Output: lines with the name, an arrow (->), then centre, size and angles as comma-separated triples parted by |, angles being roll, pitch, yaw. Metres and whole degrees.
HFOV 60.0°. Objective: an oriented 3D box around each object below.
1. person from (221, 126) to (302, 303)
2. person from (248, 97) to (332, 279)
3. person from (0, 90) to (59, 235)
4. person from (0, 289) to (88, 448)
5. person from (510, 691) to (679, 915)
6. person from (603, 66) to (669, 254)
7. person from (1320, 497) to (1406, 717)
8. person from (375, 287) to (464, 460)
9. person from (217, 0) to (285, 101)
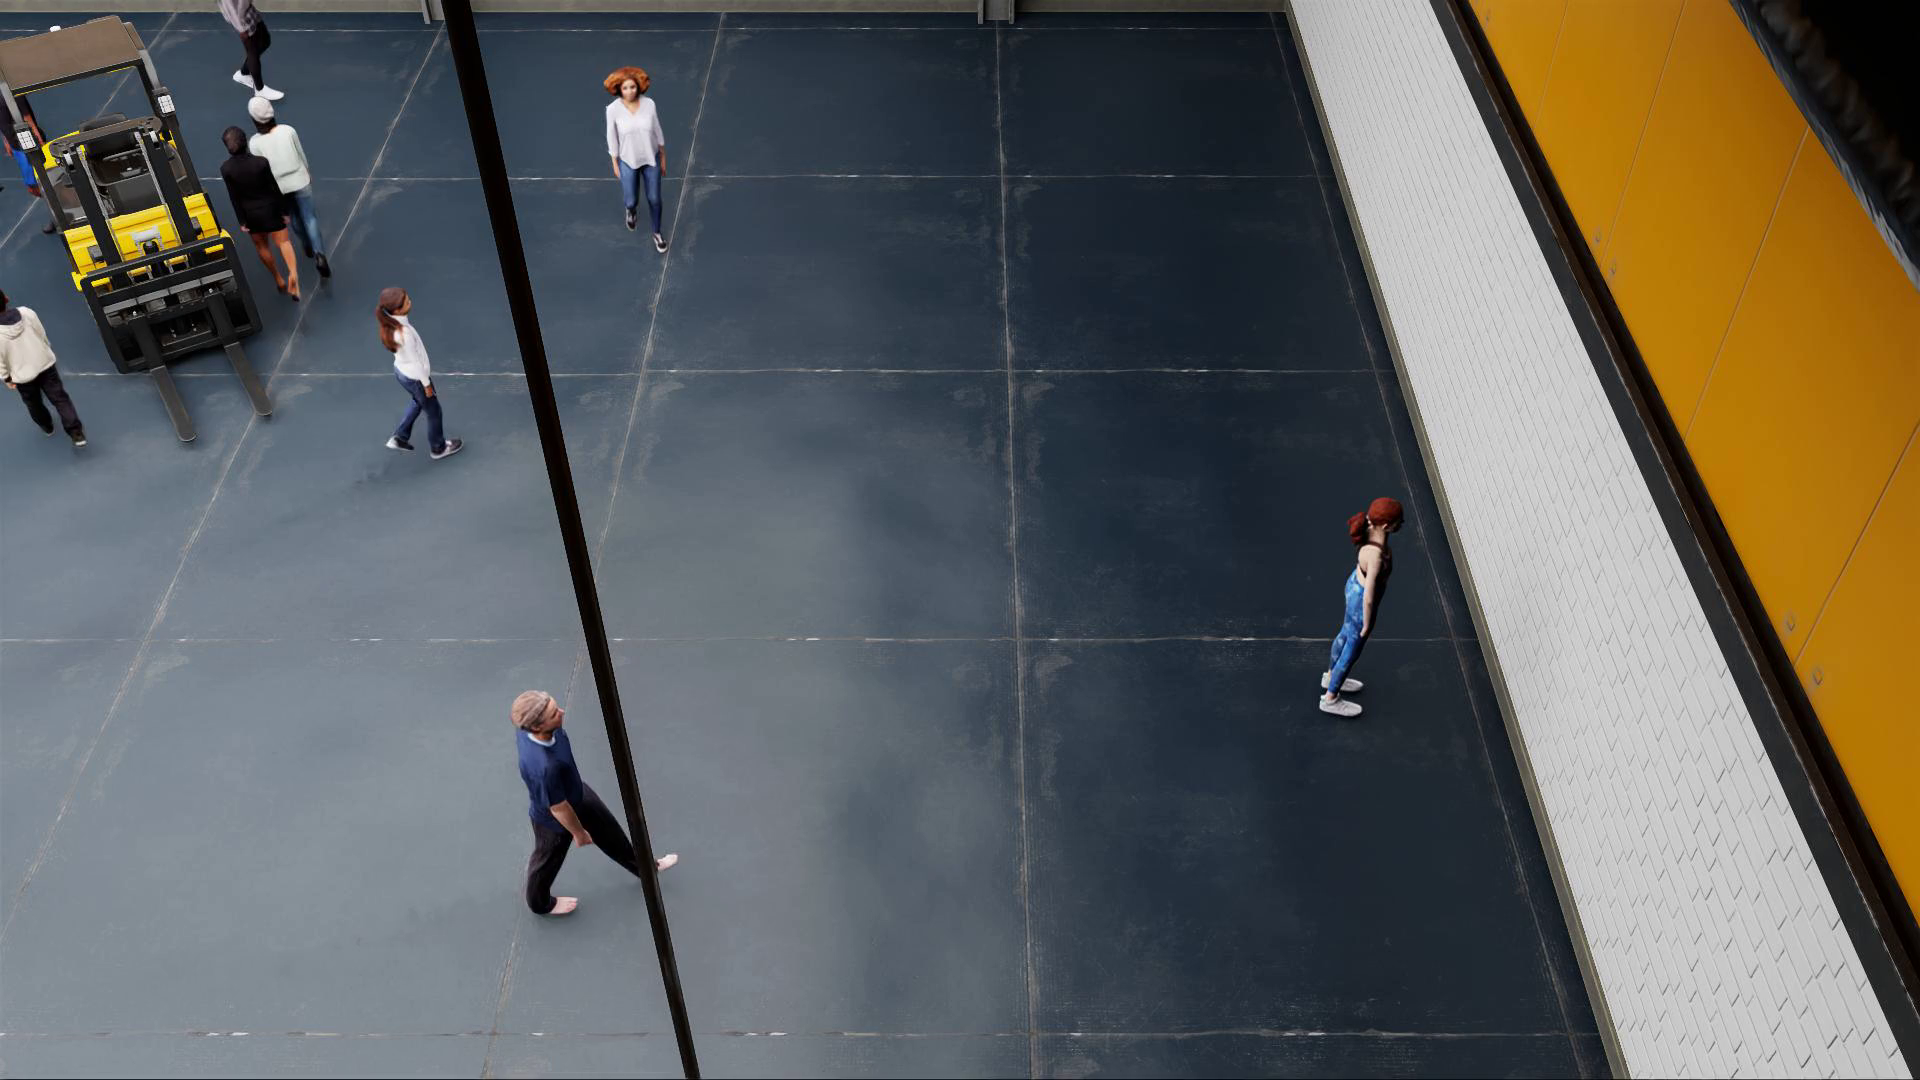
person -> -5.752, -2.623, 13.731 | 0.881, 1.621, 0.828 | -18, 46, -18
person -> -5.660, -2.973, 14.096 | 1.056, 1.623, 0.957 | -19, 47, -19
person -> -8.080, -3.500, 14.533 | 0.724, 1.783, 0.810 | 25, 49, 24
person -> -6.923, -1.275, 12.447 | 0.949, 1.439, 0.981 | -31, 52, -28
person -> -2.317, 1.513, 9.238 | 1.157, 1.829, 0.786 | -6, 44, -6
person -> -2.796, -3.350, 14.437 | 0.816, 1.699, 0.841 | -14, 45, -15
person -> 2.517, 0.403, 10.435 | 0.575, 1.786, 0.551 | 2, 44, 2
person -> -4.107, -1.190, 12.282 | 0.853, 1.544, 0.776 | -31, 51, -28
person -> -7.111, -5.112, 16.244 | 0.696, 1.758, 0.632 | -2, 44, -2
